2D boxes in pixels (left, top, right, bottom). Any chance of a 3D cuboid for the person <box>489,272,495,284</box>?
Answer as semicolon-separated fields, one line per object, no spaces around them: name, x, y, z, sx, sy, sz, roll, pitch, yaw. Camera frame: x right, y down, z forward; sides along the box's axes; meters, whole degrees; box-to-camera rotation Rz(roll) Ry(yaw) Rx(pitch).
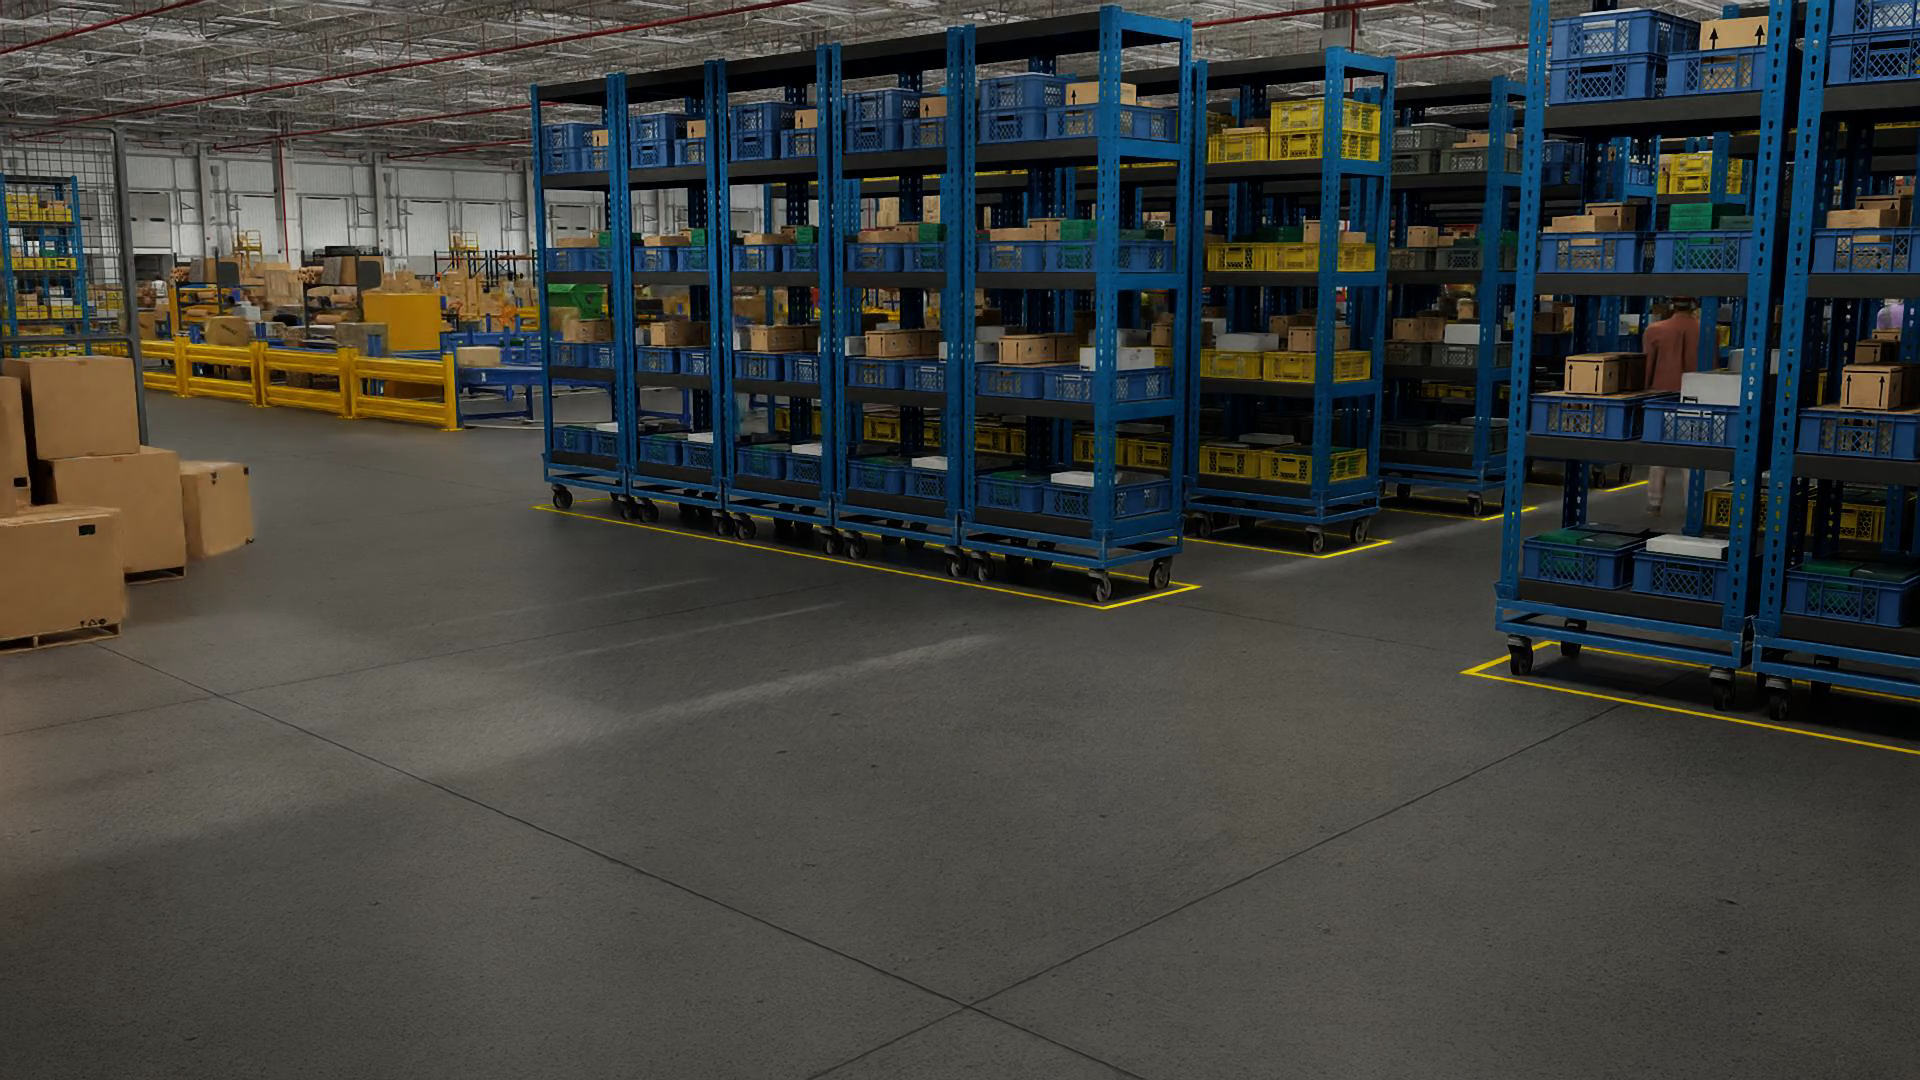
person;-25.792;-13.832;91.636;0.372;1.940;0.632;-4;10;-22

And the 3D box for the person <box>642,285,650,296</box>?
person;-11.952;-9.155;63.770;0.772;1.675;0.541;1;9;8

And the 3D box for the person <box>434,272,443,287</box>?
person;-19.465;-9.042;62.264;0.360;1.939;0.543;-7;12;-39

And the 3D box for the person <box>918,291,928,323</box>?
person;-1.022;-5.629;41.721;0.403;1.817;0.601;-3;10;-20

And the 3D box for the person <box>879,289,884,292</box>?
person;-3.660;-11.261;75.876;0.372;1.936;0.629;-1;9;-5

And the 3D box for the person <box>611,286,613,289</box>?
person;-12.655;-8.658;60.960;0.856;1.595;0.493;-3;10;-18

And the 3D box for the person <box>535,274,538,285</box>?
person;-21.664;-12.975;86.068;1.000;2.000;0.698;-2;9;-9

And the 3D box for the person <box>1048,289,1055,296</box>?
person;2.894;-7.514;53.150;0.658;1.870;0.973;-7;12;-38

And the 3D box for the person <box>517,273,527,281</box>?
person;-21.428;-12.127;81.382;0.521;1.873;0.328;-4;10;-25

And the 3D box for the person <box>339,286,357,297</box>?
person;-18.852;-7.299;51.481;0.625;1.976;0.497;-3;10;-17

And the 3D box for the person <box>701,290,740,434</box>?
person;-2.830;-1.985;19.333;0.645;1.822;0.569;-7;12;-37

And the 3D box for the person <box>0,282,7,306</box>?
person;-36.741;-9.234;63.647;0.613;1.865;0.603;-2;9;-10

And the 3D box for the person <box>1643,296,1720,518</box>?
person;5.986;-1.177;13.878;0.616;1.990;0.393;3;10;19

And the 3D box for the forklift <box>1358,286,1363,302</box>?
forklift;11.100;-7.017;46.970;1.873;2.768;1.129;9;13;43

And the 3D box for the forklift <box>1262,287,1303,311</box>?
forklift;10.769;-8.203;54.240;1.129;2.768;1.873;8;12;42

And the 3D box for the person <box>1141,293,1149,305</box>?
person;2.775;-2.800;24.658;0.435;1.720;0.671;3;10;17

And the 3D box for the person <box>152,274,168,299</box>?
person;-34.931;-10.674;72.598;0.581;1.849;0.973;-2;10;-14

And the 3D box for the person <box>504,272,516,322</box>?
person;-17.593;-9.505;65.078;0.412;1.953;0.624;-8;12;-39

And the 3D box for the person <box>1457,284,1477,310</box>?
person;9.516;-3.889;31.115;0.898;1.785;0.621;-8;12;-42

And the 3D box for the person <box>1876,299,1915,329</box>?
person;10.186;-1.864;17.930;0.605;2.045;0.386;8;12;41
